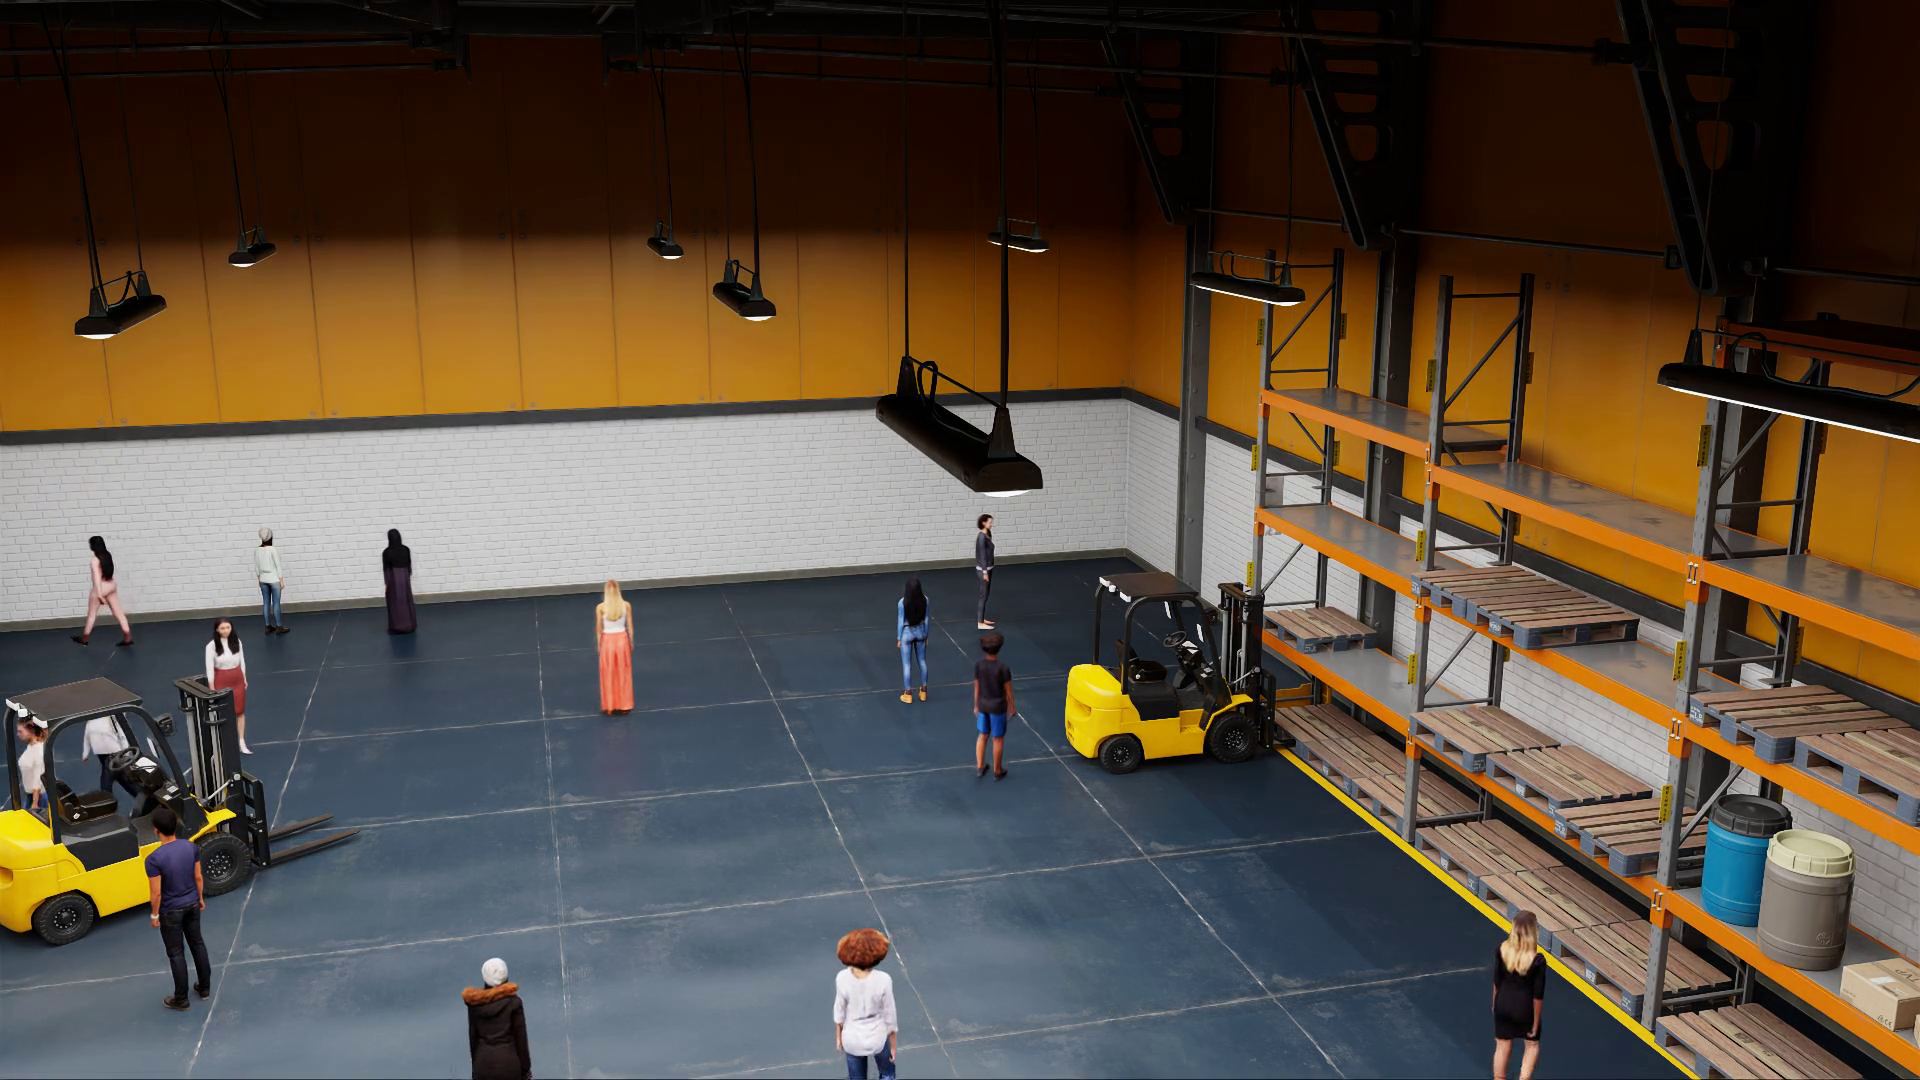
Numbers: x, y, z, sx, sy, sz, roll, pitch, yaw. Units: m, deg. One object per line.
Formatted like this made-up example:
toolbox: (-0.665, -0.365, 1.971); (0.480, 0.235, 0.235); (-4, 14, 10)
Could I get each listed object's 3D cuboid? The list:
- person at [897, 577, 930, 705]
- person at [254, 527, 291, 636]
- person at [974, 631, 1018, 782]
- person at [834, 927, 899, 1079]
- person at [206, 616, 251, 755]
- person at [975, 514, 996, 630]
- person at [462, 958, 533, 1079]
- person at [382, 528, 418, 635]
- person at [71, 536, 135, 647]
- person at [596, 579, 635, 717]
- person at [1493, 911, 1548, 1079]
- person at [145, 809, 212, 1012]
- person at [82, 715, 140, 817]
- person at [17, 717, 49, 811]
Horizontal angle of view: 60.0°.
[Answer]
person: (-0.611, 1.312, 22.057); (0.628, 1.711, 0.560); (-6, 15, -23)
person: (-10.421, 0.603, 25.124); (0.643, 1.644, 0.638); (3, 14, 14)
person: (0.365, 1.940, 19.289); (0.747, 1.793, 0.803); (7, 15, 26)
person: (-0.709, 3.699, 12.215); (0.766, 1.702, 0.775); (3, 14, 13)
person: (-8.829, 1.767, 20.091); (0.678, 1.750, 0.671); (-12, 18, -41)
person: (0.369, 0.462, 25.437); (0.731, 1.772, 0.570); (1, 14, 3)
person: (-3.331, 3.805, 11.961); (0.790, 1.616, 0.952); (1, 14, 2)
person: (-8.503, 0.612, 25.148); (0.692, 1.616, 0.720); (-11, 17, -38)
person: (-12.425, 0.785, 24.313); (0.992, 1.672, 1.153); (2, 14, 8)
person: (-4.467, 1.390, 21.543); (0.625, 1.801, 0.598); (-3, 14, -11)
person: (4.176, 3.624, 12.602); (0.675, 1.665, 0.740); (9, 16, 34)
person: (-6.707, 3.155, 14.282); (0.757, 1.787, 0.709); (9, 16, 32)
person: (-9.165, 2.310, 18.058); (1.055, 1.652, 1.213); (5, 15, 20)
person: (-9.178, 2.590, 16.820); (1.129, 1.691, 1.046); (12, 18, 42)
